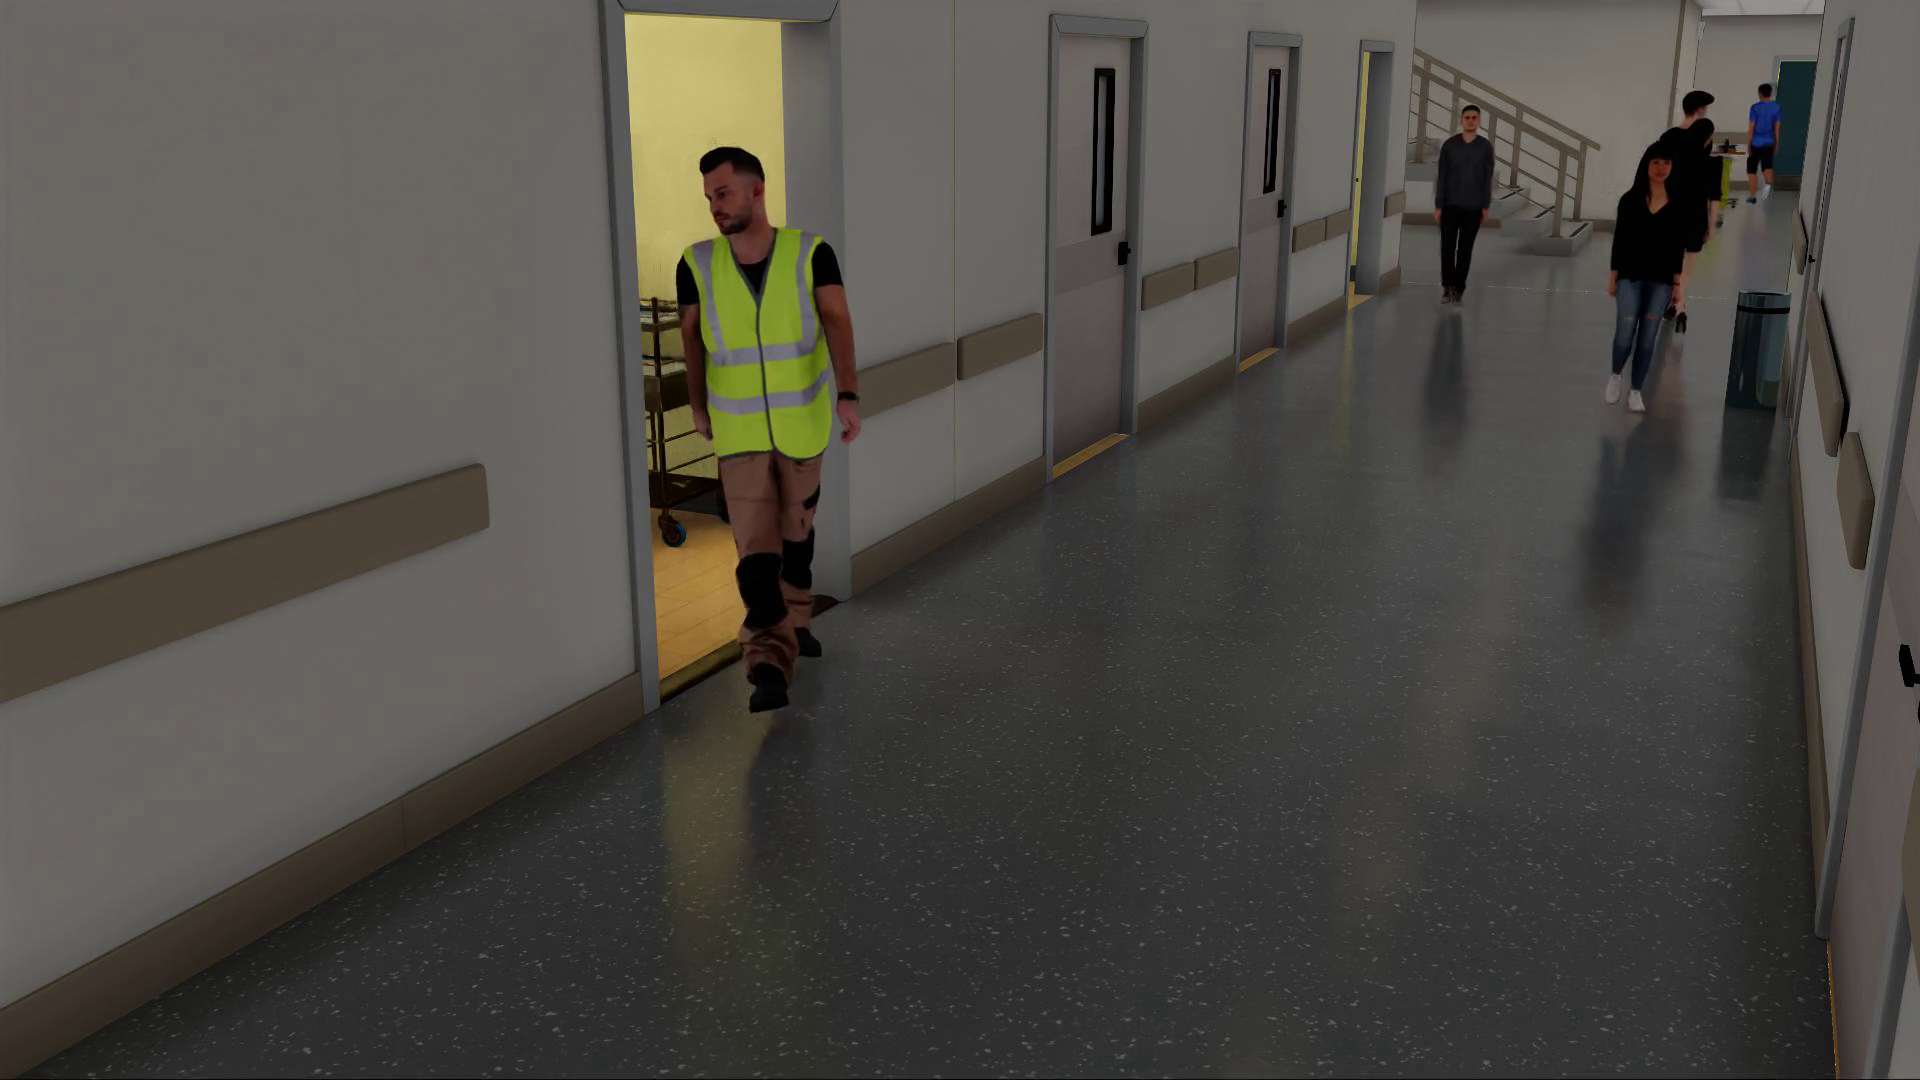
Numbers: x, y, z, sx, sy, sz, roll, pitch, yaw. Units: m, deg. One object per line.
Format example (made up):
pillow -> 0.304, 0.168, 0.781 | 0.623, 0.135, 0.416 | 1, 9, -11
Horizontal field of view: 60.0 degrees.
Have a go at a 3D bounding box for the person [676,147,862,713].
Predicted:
person -> -0.629, -0.373, 5.561 | 1.196, 1.783, 1.197 | -4, 16, -13

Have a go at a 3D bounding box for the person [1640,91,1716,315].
person -> 5.963, -2.776, 13.927 | 1.112, 1.868, 1.151 | -10, 19, -33

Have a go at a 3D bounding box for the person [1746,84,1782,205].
person -> 12.459, -6.106, 25.803 | 1.120, 1.834, 0.856 | 4, 16, 13

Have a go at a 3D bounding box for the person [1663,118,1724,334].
person -> 5.715, -2.420, 13.089 | 1.018, 1.639, 0.774 | 4, 16, 15

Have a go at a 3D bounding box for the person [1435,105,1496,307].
person -> 4.479, -2.979, 14.857 | 0.623, 1.756, 0.754 | 3, 16, 11

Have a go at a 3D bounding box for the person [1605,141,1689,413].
person -> 4.219, -1.621, 10.259 | 0.586, 1.637, 0.672 | 4, 16, 13
